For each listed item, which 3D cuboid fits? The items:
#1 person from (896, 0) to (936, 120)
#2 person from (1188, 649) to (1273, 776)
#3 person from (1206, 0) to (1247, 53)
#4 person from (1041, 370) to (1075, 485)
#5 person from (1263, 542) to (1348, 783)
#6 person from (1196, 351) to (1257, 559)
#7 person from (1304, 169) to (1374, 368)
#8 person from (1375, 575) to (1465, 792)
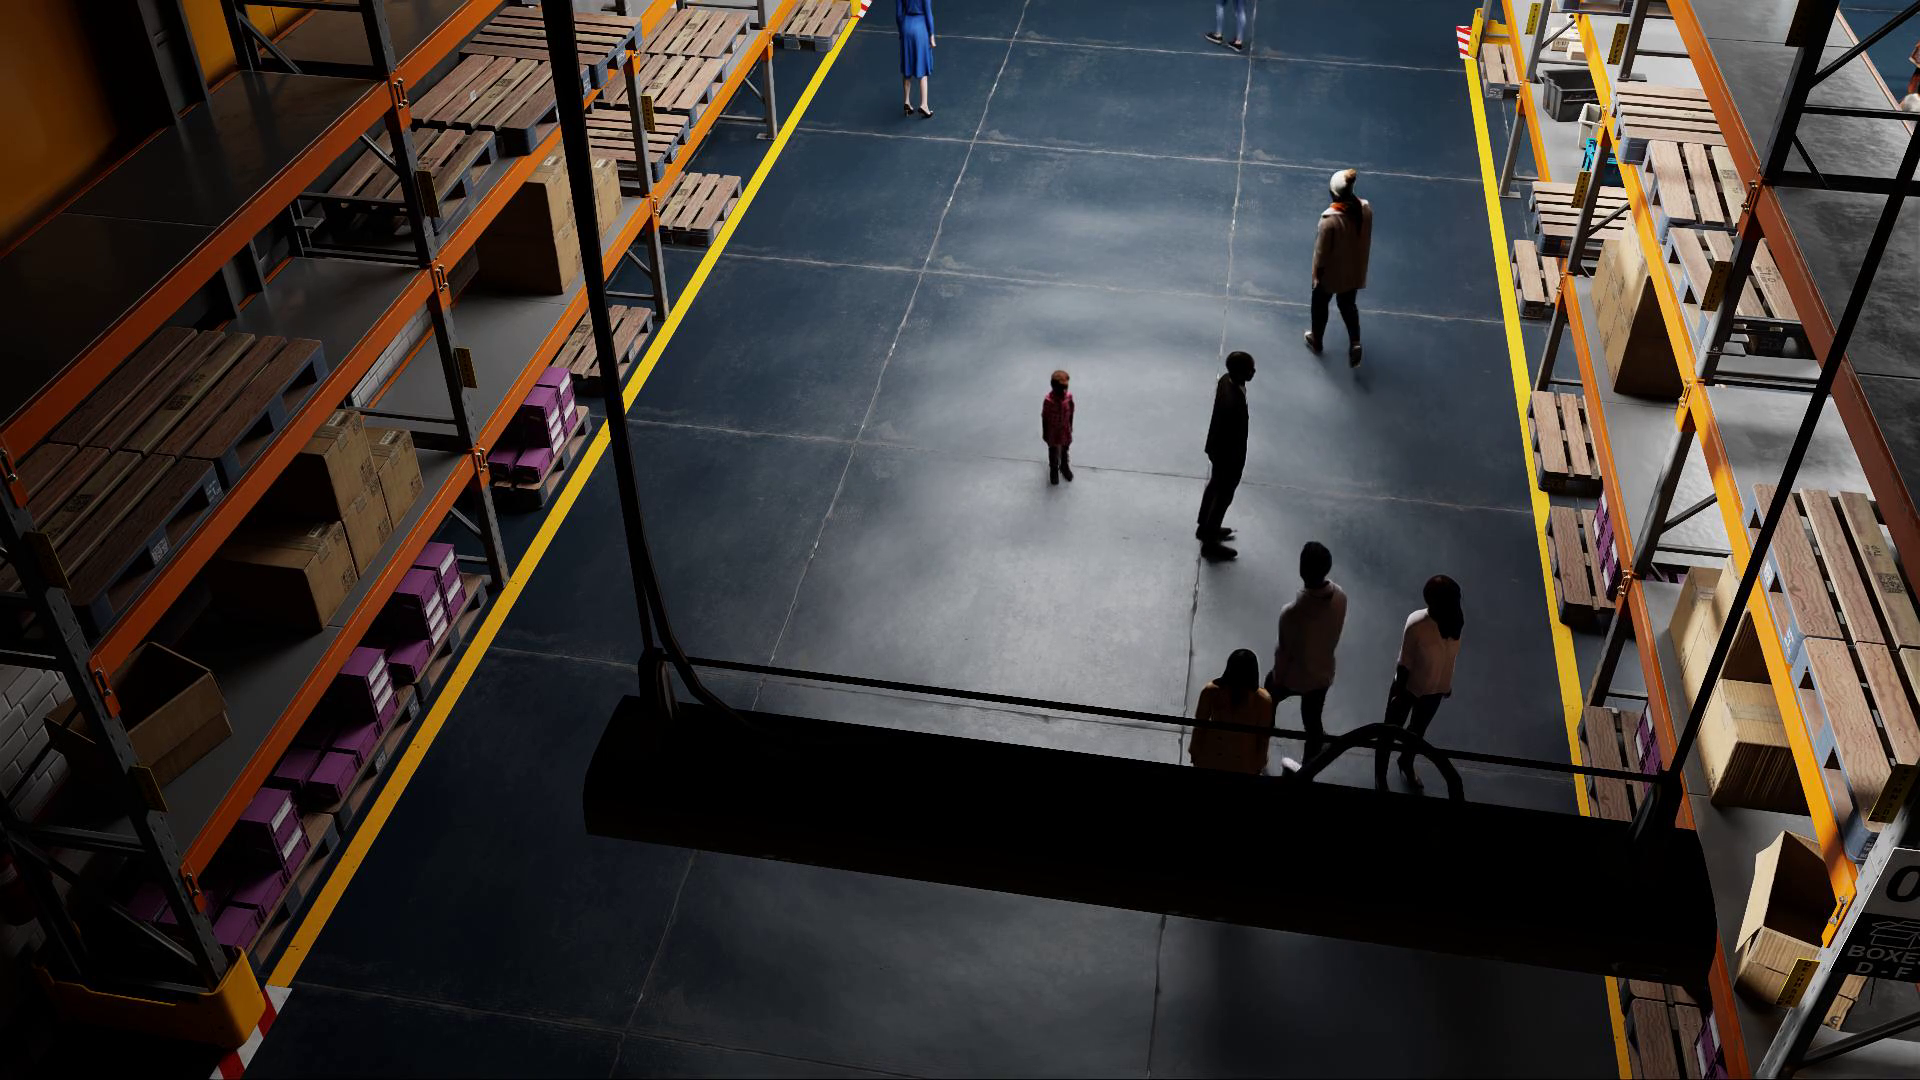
[{"bbox_3d":[-0.512,-5.665,18.828,0.675,1.830,0.658,17,42,20],"label":"person"},{"bbox_3d":[1.649,1.314,10.209,0.657,1.682,0.552,10,40,13],"label":"person"},{"bbox_3d":[3.440,-6.823,20.405,0.891,1.673,0.957,-20,43,-23],"label":"person"},{"bbox_3d":[0.795,-0.961,13.587,0.491,1.020,0.533,-6,39,-7],"label":"person"},{"bbox_3d":[2.258,0.886,10.566,0.938,1.904,1.026,-18,42,-21],"label":"person"},{"bbox_3d":[2.011,-0.659,12.586,0.754,1.799,0.546,-1,39,-1],"label":"person"},{"bbox_3d":[3.396,-2.389,14.692,0.975,1.873,1.137,-11,40,-13],"label":"person"},{"bbox_3d":[2.915,0.930,10.599,0.684,1.795,0.700,-15,41,-18],"label":"person"}]
